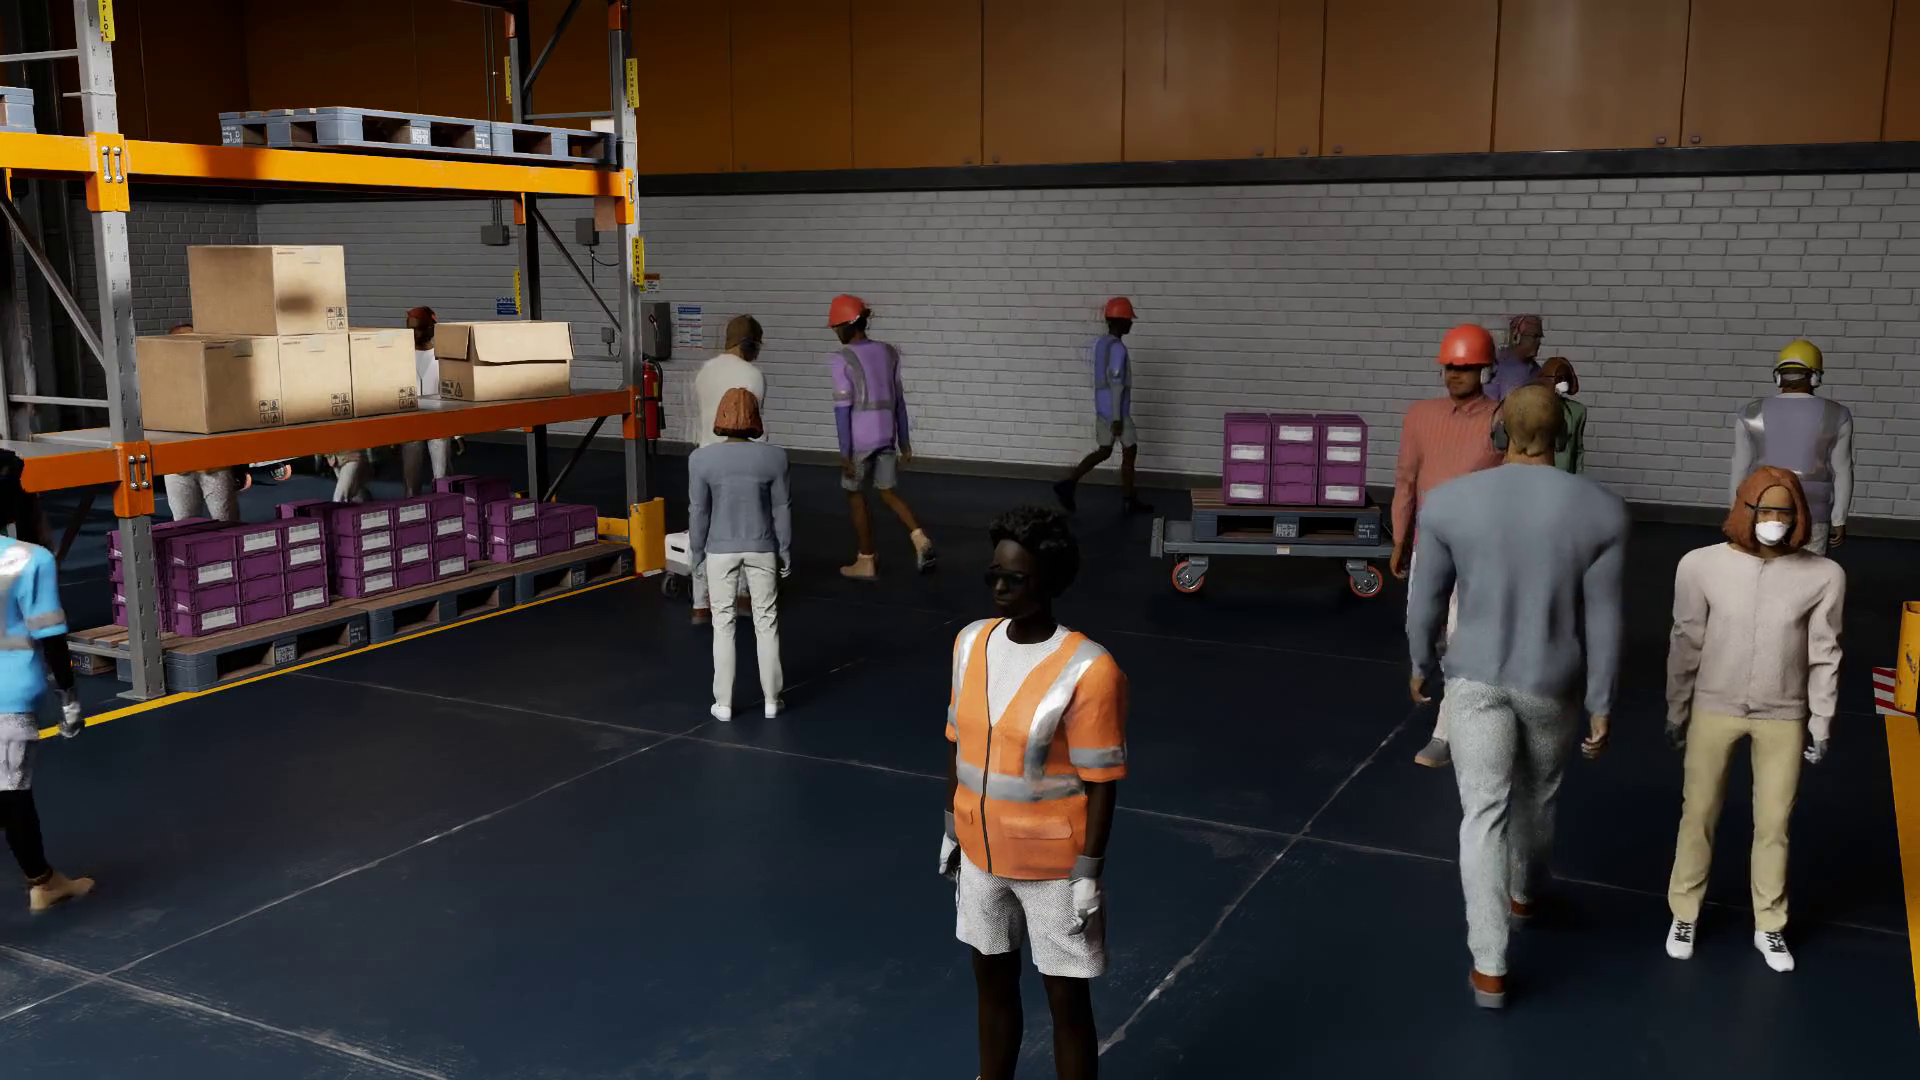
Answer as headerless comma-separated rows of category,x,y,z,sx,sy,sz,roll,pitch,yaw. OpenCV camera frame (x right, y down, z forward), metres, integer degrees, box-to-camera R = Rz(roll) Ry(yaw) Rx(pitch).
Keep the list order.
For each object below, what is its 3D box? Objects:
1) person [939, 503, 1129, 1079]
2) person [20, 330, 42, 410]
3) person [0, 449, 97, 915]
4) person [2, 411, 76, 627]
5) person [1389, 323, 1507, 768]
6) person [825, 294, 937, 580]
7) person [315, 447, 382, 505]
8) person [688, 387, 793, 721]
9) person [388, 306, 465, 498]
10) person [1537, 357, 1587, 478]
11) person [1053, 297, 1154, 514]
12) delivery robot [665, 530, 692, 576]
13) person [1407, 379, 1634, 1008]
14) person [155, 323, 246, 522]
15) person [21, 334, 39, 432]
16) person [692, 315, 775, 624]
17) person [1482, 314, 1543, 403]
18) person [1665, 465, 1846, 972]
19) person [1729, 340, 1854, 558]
person,0.157,0.754,4.002,0.535,1.699,0.318,9,13,41
person,-9.259,-1.410,16.128,0.583,1.835,0.589,0,10,0
person,-3.195,0.534,5.397,0.538,1.658,0.841,3,10,15
person,-5.641,-0.228,9.911,0.539,1.610,0.586,2,10,9
person,2.283,0.001,7.559,0.624,1.978,0.750,9,13,41
person,-0.566,-0.687,11.466,0.765,2.003,0.655,9,13,43
person,-4.495,-0.609,12.285,0.528,1.567,0.976,5,11,26
person,-1.068,0.073,8.129,0.507,1.632,0.264,-2,10,-11
person,-4.012,-0.807,12.497,0.572,1.886,0.355,-2,10,-10
person,3.728,-0.342,10.528,0.498,1.634,0.279,-2,10,-14
person,1.265,-1.152,14.431,0.845,1.910,0.551,-3,10,-15
delivery robot,-1.641,0.089,10.884,0.477,0.478,0.707,-7,12,-37
person,1.752,0.434,5.290,0.649,1.882,1.018,3,10,17
person,-4.911,-0.474,10.725,0.626,1.836,0.429,-1,10,-4
person,-9.238,-1.421,16.218,0.595,1.829,0.403,3,10,16
person,-1.401,-0.419,10.202,0.558,1.898,0.754,-9,13,-42
person,3.759,-0.640,11.590,0.650,1.873,0.869,-5,11,-28
person,2.509,0.567,5.298,0.501,1.627,0.285,3,10,19
person,4.418,-0.147,8.862,0.588,1.822,0.403,6,11,31
